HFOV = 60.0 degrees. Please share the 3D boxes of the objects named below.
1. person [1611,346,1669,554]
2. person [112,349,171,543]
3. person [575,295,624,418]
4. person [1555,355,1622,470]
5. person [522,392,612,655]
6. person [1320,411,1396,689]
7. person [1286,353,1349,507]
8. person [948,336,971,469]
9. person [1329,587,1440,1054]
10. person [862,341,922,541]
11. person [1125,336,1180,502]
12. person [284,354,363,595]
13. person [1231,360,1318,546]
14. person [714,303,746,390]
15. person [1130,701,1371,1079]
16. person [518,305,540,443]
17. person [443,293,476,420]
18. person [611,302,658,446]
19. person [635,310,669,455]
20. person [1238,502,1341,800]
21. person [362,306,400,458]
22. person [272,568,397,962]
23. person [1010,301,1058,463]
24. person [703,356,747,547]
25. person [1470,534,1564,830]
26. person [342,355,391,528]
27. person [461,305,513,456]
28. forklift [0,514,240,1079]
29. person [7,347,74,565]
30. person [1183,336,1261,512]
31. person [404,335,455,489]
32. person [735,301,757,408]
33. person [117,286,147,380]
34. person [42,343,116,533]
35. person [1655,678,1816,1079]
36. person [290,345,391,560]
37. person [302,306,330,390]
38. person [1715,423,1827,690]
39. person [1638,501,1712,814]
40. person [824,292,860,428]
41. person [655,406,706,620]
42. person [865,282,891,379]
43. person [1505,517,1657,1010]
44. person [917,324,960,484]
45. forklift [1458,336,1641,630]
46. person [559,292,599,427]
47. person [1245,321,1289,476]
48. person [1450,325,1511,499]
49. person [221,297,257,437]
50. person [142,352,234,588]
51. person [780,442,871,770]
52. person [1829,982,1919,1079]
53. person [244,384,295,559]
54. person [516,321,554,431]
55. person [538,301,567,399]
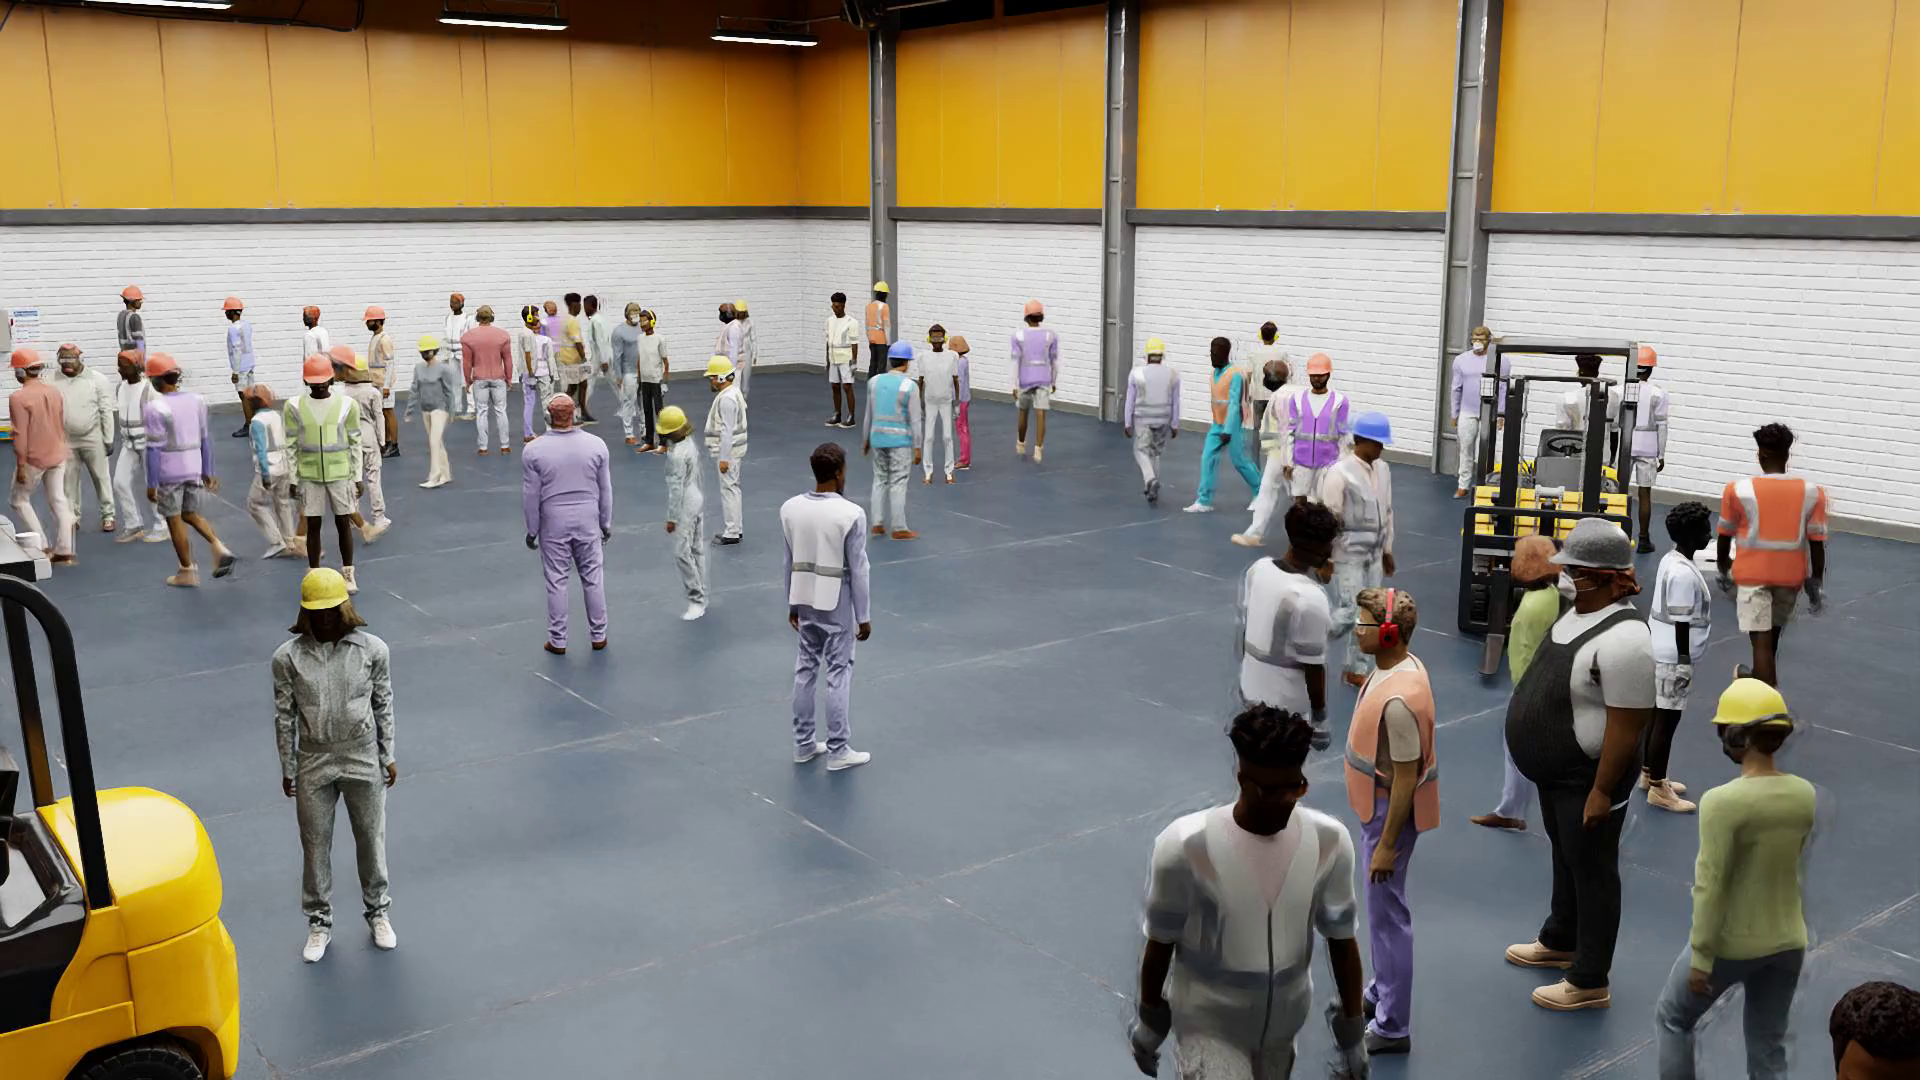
[{"bbox_3d":[6.319,-0.840,15.542,0.542,1.938,0.358,7,14,32],"label":"person"},{"bbox_3d":[-7.878,-0.875,15.883,0.584,1.870,0.611,4,12,18],"label":"person"},{"bbox_3d":[-5.444,-2.748,24.985,1.047,1.843,0.615,-1,12,-3],"label":"person"},{"bbox_3d":[5.581,-0.714,14.872,0.603,1.964,0.367,-1,12,-3],"label":"person"},{"bbox_3d":[-2.856,-0.119,12.123,0.639,1.913,0.406,-5,13,-22],"label":"person"},{"bbox_3d":[2.637,0.080,11.153,0.611,1.918,0.519,-10,15,-40],"label":"person"},{"bbox_3d":[3.187,-0.709,14.908,0.543,1.939,0.360,4,12,18],"label":"person"},{"bbox_3d":[-0.006,-1.679,20.341,0.273,1.629,0.509,2,12,8],"label":"person"},{"bbox_3d":[1.669,1.086,6.464,0.373,1.843,0.572,2,12,11],"label":"person"},{"bbox_3d":[-0.639,-0.952,16.110,0.670,1.934,0.438,7,14,32],"label":"person"},{"bbox_3d":[2.100,-1.299,18.070,0.602,1.809,0.700,-2,12,-10],"label":"person"},{"bbox_3d":[-5.279,-0.535,13.839,0.605,2.035,0.385,-3,12,-16],"label":"person"},{"bbox_3d":[3.125,-0.805,15.754,0.956,1.794,0.666,3,12,16],"label":"person"},{"bbox_3d":[-3.241,-2.426,23.461,0.429,1.835,0.626,-3,12,-13],"label":"person"},{"bbox_3d":[0.864,1.400,4.782,0.631,1.909,0.998,-3,12,-15],"label":"person"},{"bbox_3d":[-5.795,-2.232,22.459,0.327,1.862,0.511,-3,12,-15],"label":"person"},{"bbox_3d":[-7.471,-2.734,24.820,0.575,1.885,0.355,5,13,24],"label":"person"},{"bbox_3d":[-4.350,-2.218,22.241,0.392,1.928,0.632,11,16,42],"label":"person"},{"bbox_3d":[-3.987,-2.037,21.493,0.535,1.868,0.309,8,14,33],"label":"person"},{"bbox_3d":[1.537,0.739,7.972,0.373,1.920,0.708,-4,12,-18],"label":"person"},{"bbox_3d":[-7.399,-2.016,21.225,0.360,1.938,0.546,-9,15,-37],"label":"person"},{"bbox_3d":[-2.715,0.971,7.267,0.493,1.743,0.295,-5,13,-22],"label":"person"},{"bbox_3d":[0.929,-2.006,20.995,0.608,2.000,1.017,0,12,-1],"label":"person"},{"bbox_3d":[-2.229,-0.846,15.864,0.403,1.821,0.601,-1,12,-3],"label":"person"},{"bbox_3d":[3.003,0.772,8.554,0.606,1.614,0.504,6,13,28],"label":"person"},{"bbox_3d":[-6.030,-0.993,16.751,0.494,1.743,0.306,-1,12,-4],"label":"person"},{"bbox_3d":[-6.053,-2.042,21.347,0.629,1.940,0.373,-4,12,-17],"label":"person"},{"bbox_3d":[-3.687,1.115,5.480,2.313,2.155,1.214,-9,15,-36],"label":"forklift"},{"bbox_3d":[-8.301,-0.737,14.935,0.571,1.974,0.662,3,12,13],"label":"person"},{"bbox_3d":[2.863,-1.218,17.539,0.938,1.878,0.588,-5,13,-22],"label":"person"},{"bbox_3d":[-6.093,-1.450,18.979,0.534,1.744,0.718,6,13,28],"label":"person"},{"bbox_3d":[-3.399,-2.855,25.845,0.494,1.694,0.881,-2,12,-8],"label":"person"},{"bbox_3d":[-11.827,-2.624,23.903,0.615,2.041,0.392,10,16,41],"label":"person"},{"bbox_3d":[-8.696,-1.000,16.429,0.640,1.898,0.395,-3,12,-13],"label":"person"},{"bbox_3d":[2.586,1.324,5.580,0.540,1.731,0.655,-4,12,-19],"label":"person"},{"bbox_3d":[-5.807,-0.831,15.488,1.104,1.931,0.708,-10,15,-40],"label":"person"},{"bbox_3d":[-8.526,-2.161,22.055,0.354,1.883,0.576,0,12,0],"label":"person"},{"bbox_3d":[5.082,0.213,10.519,0.599,1.899,1.039,1,12,4],"label":"person"},{"bbox_3d":[3.899,0.624,9.056,0.318,1.697,0.535,3,12,15],"label":"person"},{"bbox_3d":[-1.710,-2.594,23.977,0.606,1.958,0.374,10,15,39],"label":"person"},{"bbox_3d":[-2.205,-0.244,13.255,0.327,1.697,0.638,0,12,1],"label":"person"},{"bbox_3d":[-1.316,-3.277,27.359,0.381,1.919,0.584,-10,15,-39],"label":"person"},{"bbox_3d":[2.522,0.907,6.854,0.535,2.000,0.674,1,12,4],"label":"person"},{"bbox_3d":[-0.247,-1.568,19.267,0.505,1.857,0.331,0,12,0],"label":"person"},{"bbox_3d":[4.683,-0.471,13.136,1.214,2.155,2.313,4,12,20],"label":"forklift"},{"bbox_3d":[-5.521,-2.592,23.993,0.558,1.941,0.702,-4,12,-18],"label":"person"},{"bbox_3d":[3.607,-1.636,19.563,0.530,1.866,0.321,3,12,16],"label":"person"},{"bbox_3d":[5.673,-1.383,18.205,0.622,1.932,0.385,7,14,30],"label":"person"},{"bbox_3d":[-9.984,-2.389,23.039,0.384,1.931,0.545,-1,12,-3],"label":"person"},{"bbox_3d":[-6.549,-0.566,14.005,0.577,2.022,0.625,5,13,21],"label":"person"},{"bbox_3d":[-0.792,0.389,9.680,0.590,1.912,0.386,8,14,33],"label":"person"},{"bbox_3d":[1.682,1.728,3.189,0.600,1.917,0.377,4,12,19],"label":"person"},{"bbox_3d":[-6.323,-0.619,15.227,0.420,1.615,0.535,0,12,2],"label":"person"},{"bbox_3d":[-5.960,-2.306,23.376,0.513,1.630,0.318,-2,12,-10],"label":"person"},{"bbox_3d":[-6.589,-3.048,26.927,0.513,1.641,0.307,-11,16,-42],"label":"person"}]
